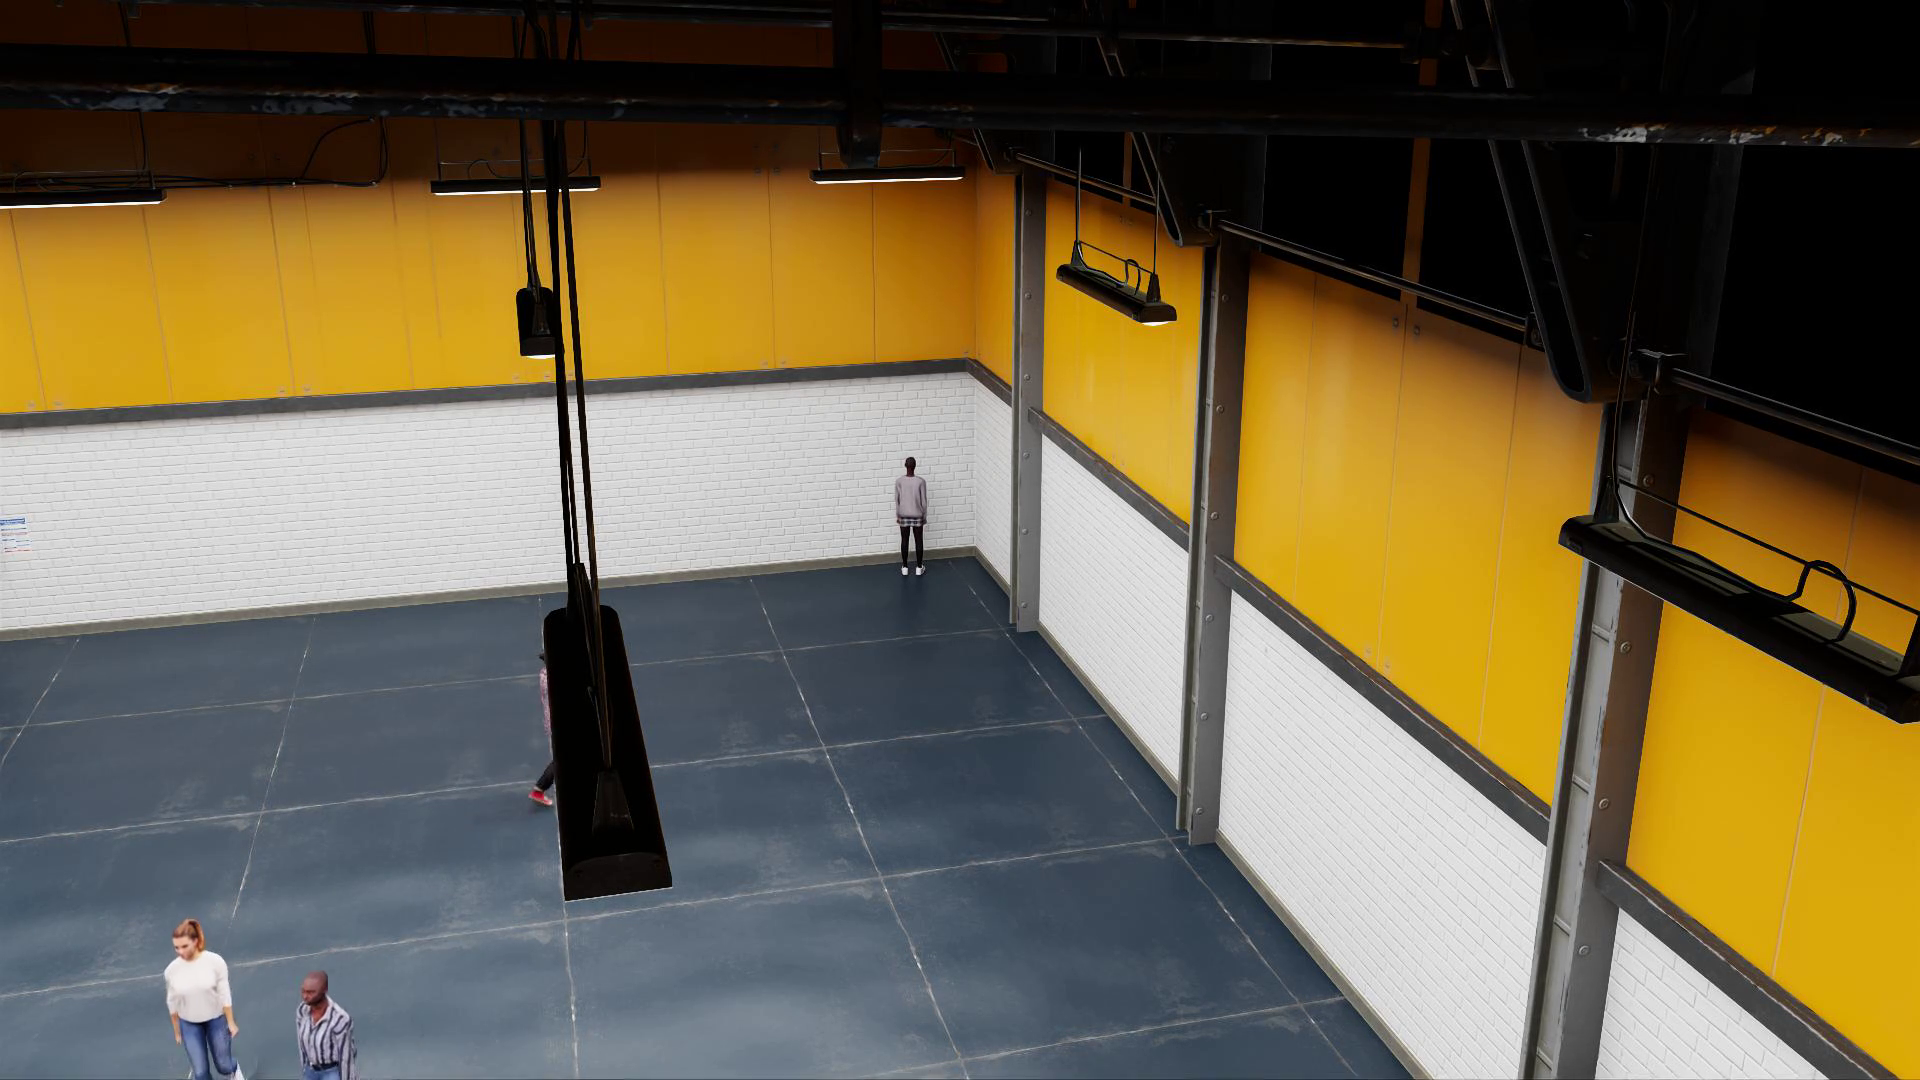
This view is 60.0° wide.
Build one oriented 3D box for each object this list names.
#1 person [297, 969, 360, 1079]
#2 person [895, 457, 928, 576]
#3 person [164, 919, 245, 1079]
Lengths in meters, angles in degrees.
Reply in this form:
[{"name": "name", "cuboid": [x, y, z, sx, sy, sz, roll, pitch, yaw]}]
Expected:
[{"name": "person", "cuboid": [-4.442, 3.804, 11.872, 0.816, 1.784, 0.871, 7, 20, 19]}, {"name": "person", "cuboid": [-0.717, -0.358, 24.252, 0.679, 1.771, 0.633, 1, 19, 4]}, {"name": "person", "cuboid": [-5.678, 3.616, 12.552, 0.646, 1.707, 0.811, -3, 19, -10]}]
